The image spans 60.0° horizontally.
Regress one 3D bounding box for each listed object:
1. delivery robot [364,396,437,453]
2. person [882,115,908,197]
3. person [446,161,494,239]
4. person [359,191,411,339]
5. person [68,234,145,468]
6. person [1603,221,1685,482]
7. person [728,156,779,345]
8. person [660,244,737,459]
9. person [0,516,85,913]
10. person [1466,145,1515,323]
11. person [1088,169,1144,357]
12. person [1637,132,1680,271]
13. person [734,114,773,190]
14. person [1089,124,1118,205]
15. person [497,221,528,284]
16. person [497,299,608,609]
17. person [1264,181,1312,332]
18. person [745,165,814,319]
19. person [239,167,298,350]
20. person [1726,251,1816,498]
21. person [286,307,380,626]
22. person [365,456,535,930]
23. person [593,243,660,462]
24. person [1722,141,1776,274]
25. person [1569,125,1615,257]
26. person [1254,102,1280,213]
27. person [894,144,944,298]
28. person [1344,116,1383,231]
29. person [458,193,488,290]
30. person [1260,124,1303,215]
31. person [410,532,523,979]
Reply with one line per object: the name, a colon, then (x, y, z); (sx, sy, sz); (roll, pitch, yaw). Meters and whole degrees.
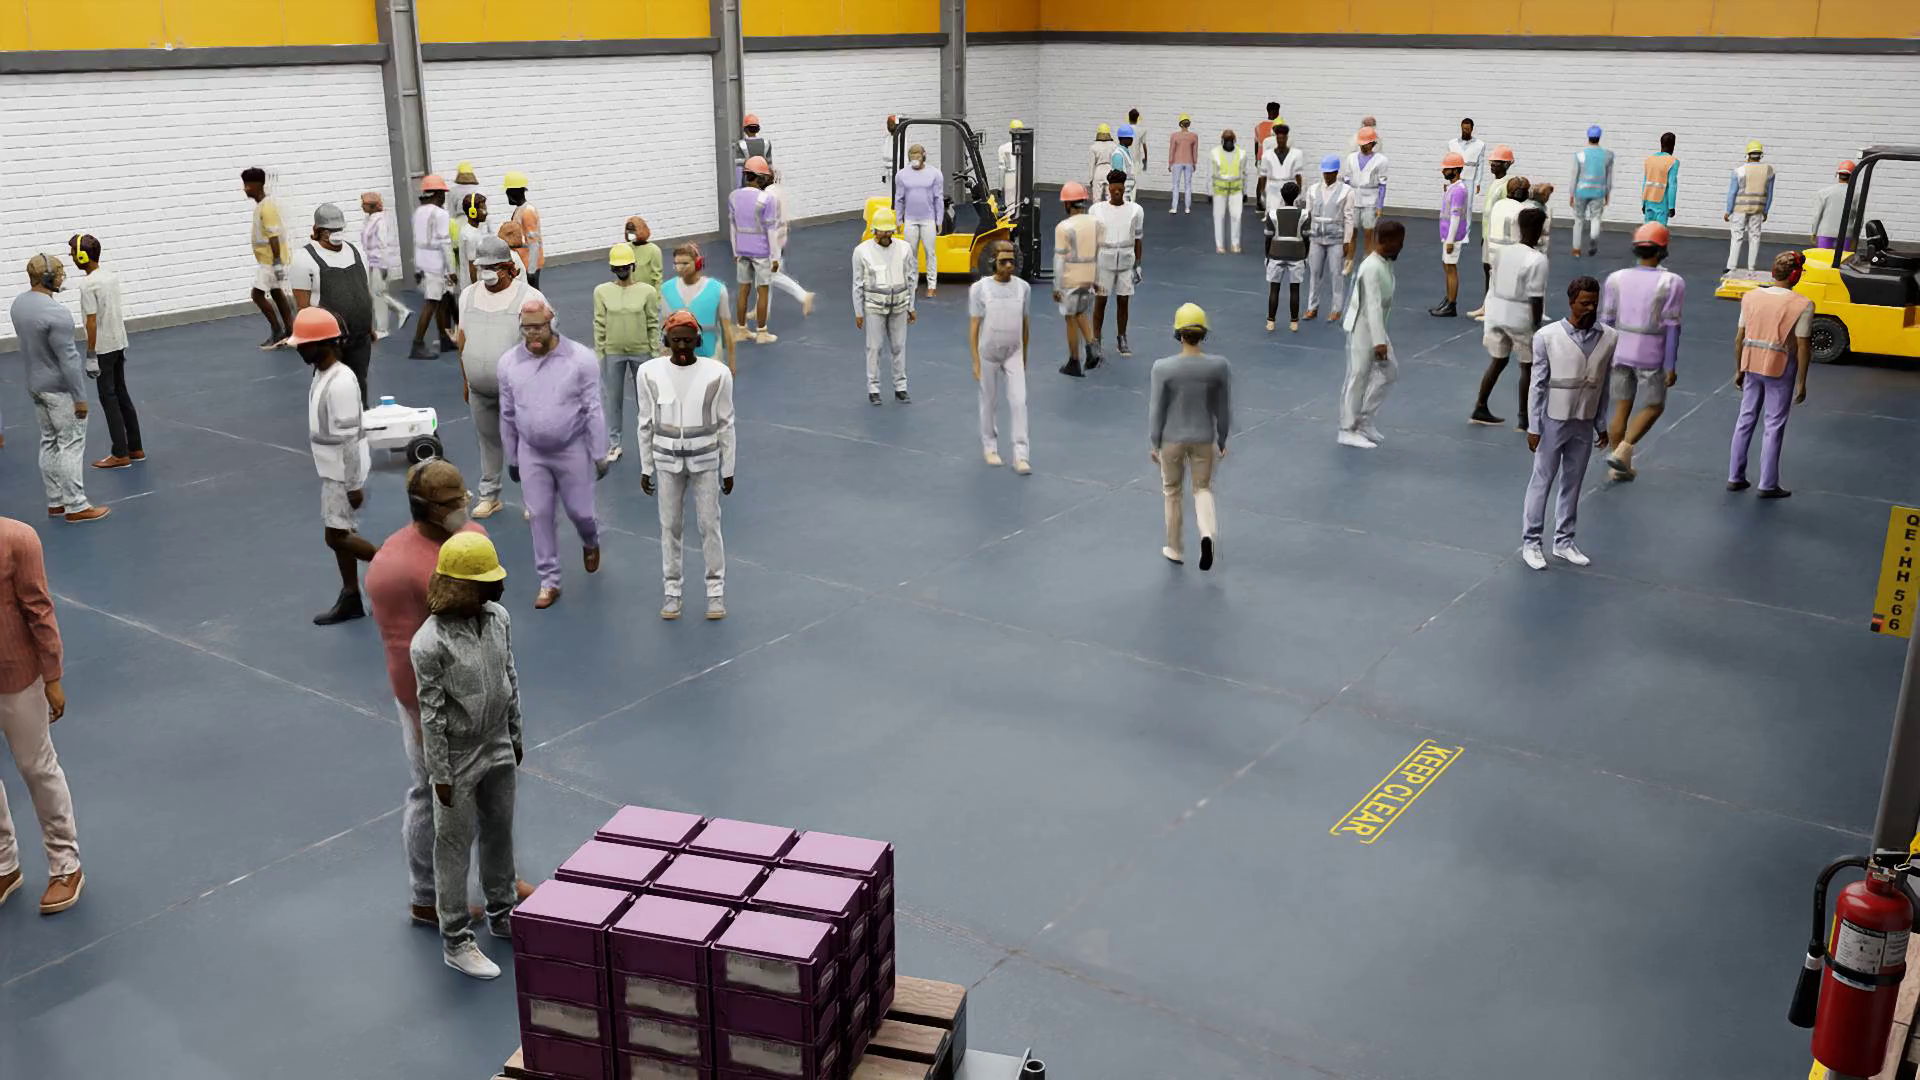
delivery robot: (-4.577, -0.910, 13.353); (0.707, 0.478, 0.477); (-7, 19, -20)
person: (-1.087, -6.013, 27.320); (0.352, 1.883, 0.576); (-14, 23, -38)
person: (-6.122, -3.878, 20.902); (0.523, 1.718, 0.550); (1, 18, 3)
person: (-6.432, -3.055, 18.473); (0.495, 1.621, 0.537); (-13, 22, -34)
person: (-6.822, -1.499, 13.254); (0.347, 1.857, 0.526); (0, 18, -1)
person: (5.155, -1.400, 12.665); (0.491, 2.022, 0.628); (-15, 23, -38)
person: (-2.216, -3.143, 18.110); (0.617, 2.029, 0.409); (11, 21, 30)
person: (-2.103, -1.410, 13.054); (0.566, 1.799, 0.919); (7, 19, 22)
person: (-3.898, 0.557, 6.620); (0.626, 1.980, 0.411); (-2, 18, -7)
person: (6.213, -3.557, 19.369); (0.359, 2.047, 0.614); (0, 18, -1)
person: (1.620, -2.897, 17.438); (0.613, 1.963, 0.362); (-2, 18, -6)
person: (9.723, -4.702, 23.180); (0.397, 1.911, 0.587); (-7, 19, -20)
person: (-3.112, -5.359, 25.015); (0.615, 2.043, 0.373); (-11, 21, -31)
person: (2.370, -5.997, 27.515); (0.482, 1.734, 0.331); (-1, 18, -2)
person: (-4.223, -2.218, 15.854); (0.284, 1.633, 0.497); (-8, 19, -22)
person: (-2.499, -0.562, 10.261); (0.664, 1.887, 0.657); (0, 18, 1)
person: (3.695, -3.195, 18.823); (0.529, 1.690, 0.321); (4, 18, 12)
person: (-2.151, -3.474, 19.492); (0.819, 1.813, 0.633); (1, 18, 2)
person: (-7.433, -2.992, 17.761); (0.557, 1.942, 0.644); (-8, 19, -23)
person: (6.041, -1.229, 12.415); (0.378, 1.844, 0.569); (-11, 21, -31)
person: (-3.604, -0.428, 9.802); (0.528, 1.922, 0.545); (-10, 20, -28)
person: (-2.012, 0.600, 6.561); (0.391, 1.940, 0.635); (8, 19, 23)
person: (-2.678, -1.506, 13.412); (0.523, 1.769, 0.314); (-3, 18, -8)
person: (10.779, -4.526, 22.768); (0.589, 1.822, 0.403); (2, 18, 5)
person: (9.229, -5.088, 24.348); (0.614, 1.925, 0.641); (4, 18, 12)
person: (5.526, -6.828, 29.741); (0.373, 1.962, 0.605); (-15, 23, -39)
person: (-0.518, -4.041, 21.084); (0.641, 1.927, 0.381); (3, 18, 11)
person: (6.694, -6.125, 27.700); (0.669, 1.865, 0.870); (-9, 20, -27)
person: (-4.669, -2.415, 16.111); (0.324, 1.861, 0.510); (-6, 19, -18)
person: (4.694, -5.104, 24.361); (0.627, 1.951, 0.484); (4, 18, 12)
person: (-1.800, 0.801, 6.251); (0.320, 1.737, 0.483); (8, 20, 25)
